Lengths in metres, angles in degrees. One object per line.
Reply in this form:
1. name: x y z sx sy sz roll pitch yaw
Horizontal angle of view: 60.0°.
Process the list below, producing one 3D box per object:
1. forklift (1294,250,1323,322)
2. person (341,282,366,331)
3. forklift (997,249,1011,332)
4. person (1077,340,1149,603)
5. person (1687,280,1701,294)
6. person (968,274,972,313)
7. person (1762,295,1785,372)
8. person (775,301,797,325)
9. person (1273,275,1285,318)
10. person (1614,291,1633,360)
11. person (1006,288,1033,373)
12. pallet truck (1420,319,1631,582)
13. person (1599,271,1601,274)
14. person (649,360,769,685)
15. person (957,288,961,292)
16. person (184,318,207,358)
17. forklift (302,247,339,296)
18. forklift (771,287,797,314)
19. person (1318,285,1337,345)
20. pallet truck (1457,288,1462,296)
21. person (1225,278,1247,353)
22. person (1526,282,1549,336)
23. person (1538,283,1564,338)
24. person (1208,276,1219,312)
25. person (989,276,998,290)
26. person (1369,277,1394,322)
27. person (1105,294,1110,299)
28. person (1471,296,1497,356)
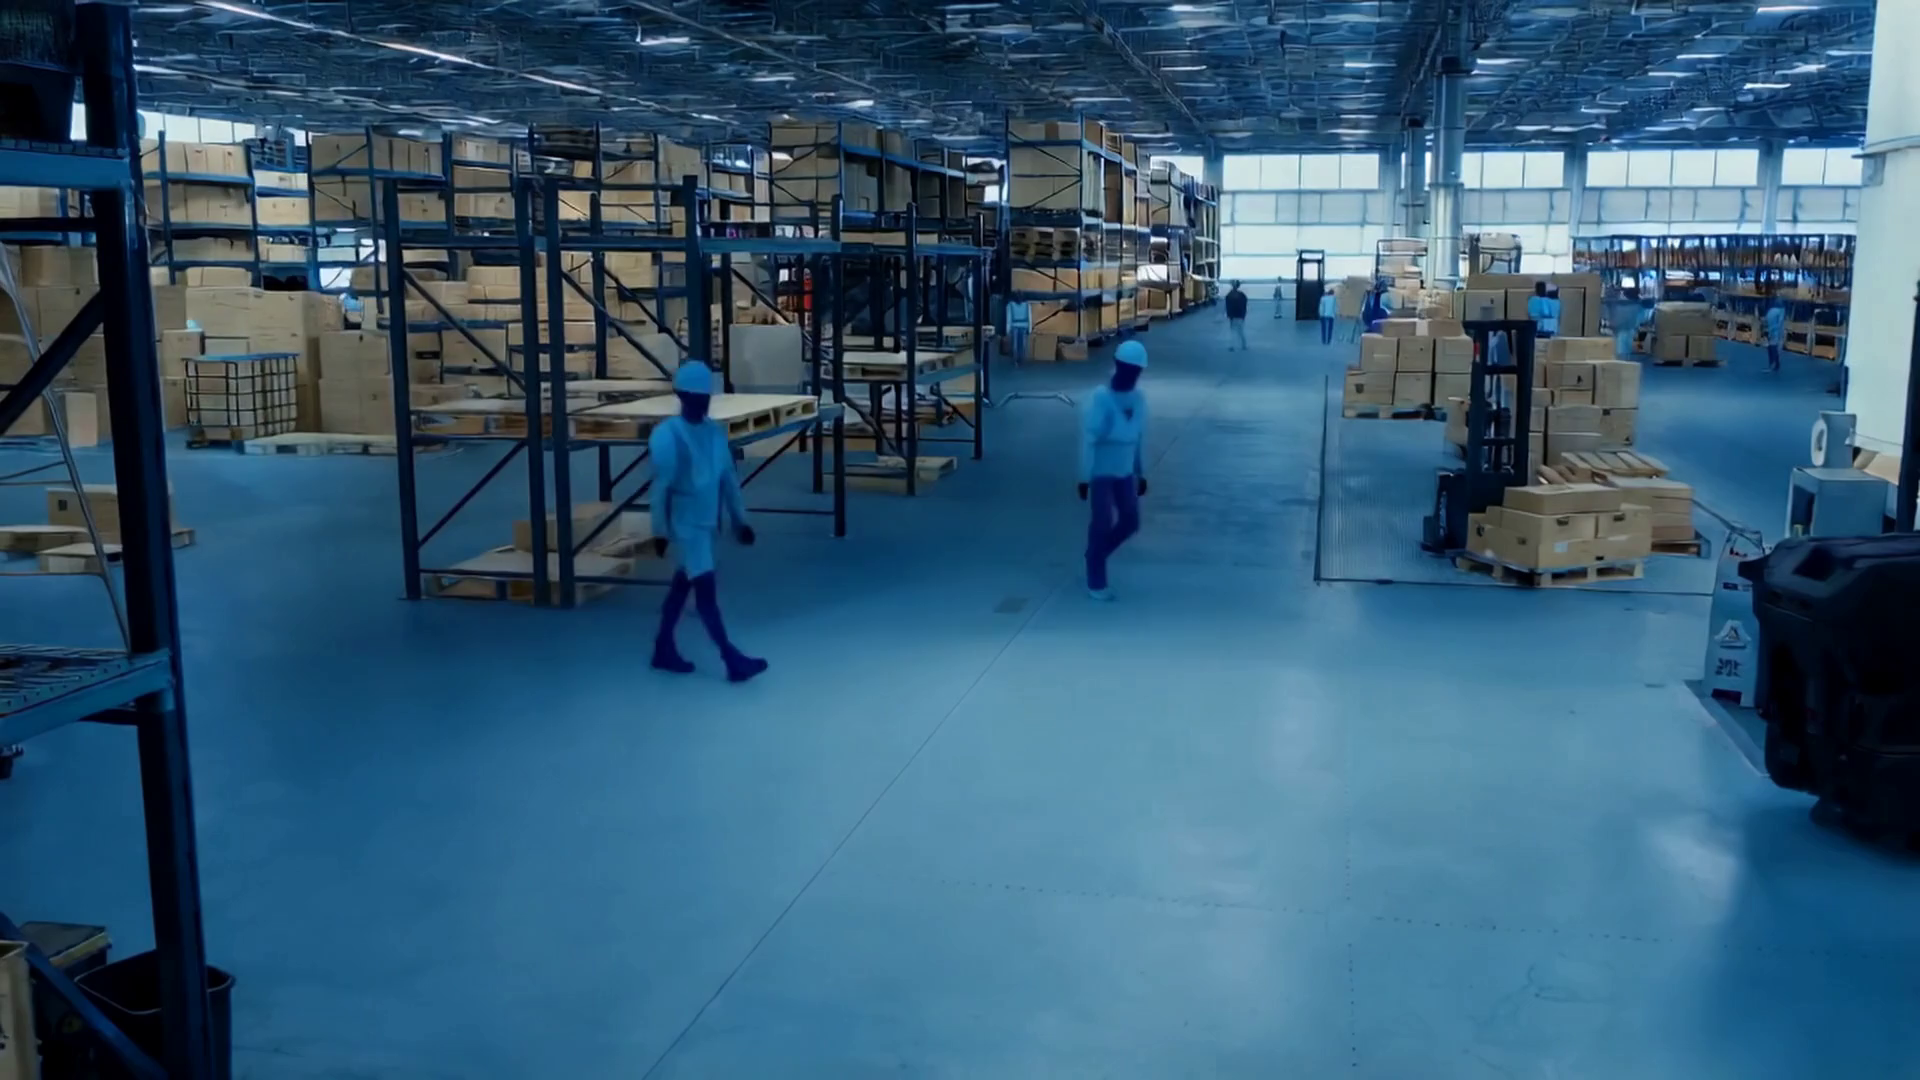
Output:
1. forklift: 13.778 -10.002 65.433 1.129 2.768 1.873 2 10 12
2. person: -15.057 -5.442 41.319 0.605 1.910 0.389 -8 13 -41
3. forklift: 1.937 -8.192 54.716 1.129 2.768 1.873 2 10 12
4. person: 1.103 -0.502 12.084 0.676 1.897 0.547 -8 12 -38
5. person: 34.704 -11.710 78.753 0.608 1.791 0.867 0 10 0
6. person: 0.602 -11.351 76.519 0.599 1.830 0.403 -2 10 -13
7. person: 17.947 -4.543 36.637 0.319 1.693 0.533 0 10 -1
8. person: -3.638 -4.245 35.135 0.534 1.582 0.875 0 10 -3
9. person: 13.447 -10.277 70.205 0.404 1.826 0.592 -6 11 -33
10. person: 14.968 -4.725 37.503 0.548 1.751 0.371 -7 12 -36
11. person: 1.294 -4.631 36.684 0.578 1.857 0.914 -1 10 -4
12. pallet truck: 4.543 -0.757 13.299 0.823 1.965 1.885 -4 10 -22
13. person: 33.878 -13.345 88.288 0.390 1.846 0.564 -1 10 -8
14. person: -1.492 -0.107 9.755 0.980 1.882 0.571 5 11 30
15. person: -0.134 -9.061 63.485 0.896 1.640 0.551 -2 10 -13
16. person: -11.688 -2.562 25.145 0.839 1.589 0.532 3 10 18
17. forklift: -19.215 -7.406 50.059 1.129 2.768 1.873 2 10 12
18. forklift: -7.242 -9.808 64.284 1.873 2.768 1.129 2 10 11
19. person: 10.616 -6.498 48.032 0.540 1.749 0.598 3 10 17
20. pallet truck: 20.506 -9.785 68.819 0.653 1.274 1.630 2 10 12
21. person: 7.357 -5.966 44.228 0.624 1.974 0.645 7 12 37
22. person: 13.206 -4.907 37.962 0.613 1.963 0.361 8 12 39
23. person: 13.043 -4.692 36.774 0.543 1.939 0.360 -4 10 -20
24. person: 11.822 -11.467 77.653 0.537 1.684 0.494 0 10 2
25. person: 1.678 -12.797 84.671 0.624 1.974 0.740 4 10 23
26. person: 10.469 -5.470 41.077 0.536 2.000 0.688 -7 12 -37
27. person: 5.966 -10.120 69.058 0.557 1.899 0.971 2 10 14
28. person: 12.671 -5.070 40.035 0.844 1.599 0.508 9 13 43
